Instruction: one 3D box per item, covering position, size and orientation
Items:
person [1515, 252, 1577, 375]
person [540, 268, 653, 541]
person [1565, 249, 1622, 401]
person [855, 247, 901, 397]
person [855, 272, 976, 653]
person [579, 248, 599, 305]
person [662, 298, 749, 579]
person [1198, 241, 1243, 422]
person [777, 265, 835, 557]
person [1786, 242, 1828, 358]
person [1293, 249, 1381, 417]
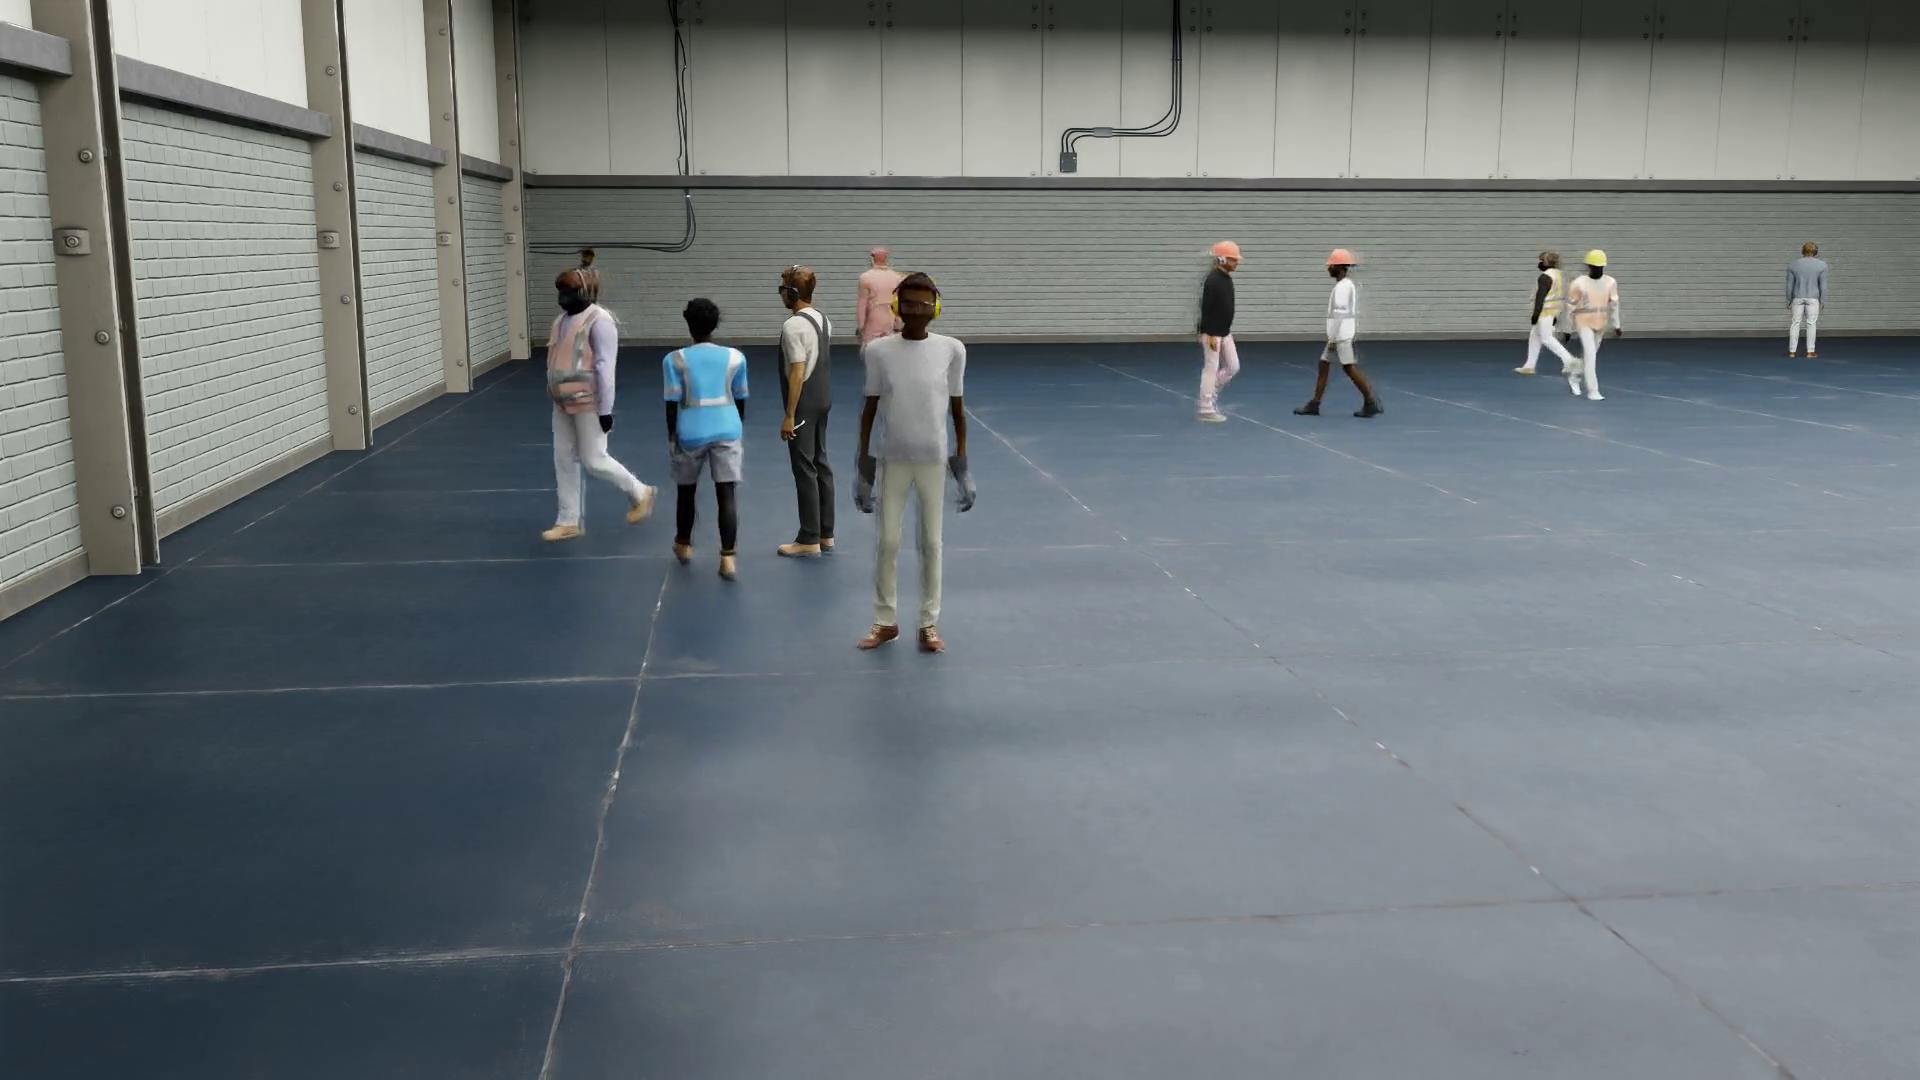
[{"bbox_3d":[8.687,-3.337,24.502,0.852,1.812,0.623,6,12,29],"label":"person"},{"bbox_3d":[-2.481,-0.913,11.200,0.633,1.824,0.721,10,14,43],"label":"person"},{"bbox_3d":[7.908,-2.717,20.938,0.586,1.879,0.968,-2,11,-12],"label":"person"},{"bbox_3d":[-0.987,-2.707,20.810,0.648,1.896,0.598,-9,13,-40],"label":"person"},{"bbox_3d":[-0.246,-0.363,8.124,0.628,1.860,0.371,0,10,1],"label":"person"},{"bbox_3d":[-6.448,-4.127,28.790,0.396,1.829,0.705,-9,14,-41],"label":"person"},{"bbox_3d":[-1.535,-0.624,10.059,0.541,1.650,0.869,-3,11,-18],"label":"person"},{"bbox_3d":[2.846,-2.269,18.196,0.446,1.975,0.638,7,12,33],"label":"person"},{"bbox_3d":[-0.984,-0.812,10.560,0.327,1.843,0.516,4,11,20],"label":"person"},{"bbox_3d":[14.222,-4.034,27.969,0.631,1.940,0.372,7,13,34],"label":"person"},{"bbox_3d":[4.302,-2.318,18.700,0.970,1.896,0.556,3,11,14],"label":"person"}]
